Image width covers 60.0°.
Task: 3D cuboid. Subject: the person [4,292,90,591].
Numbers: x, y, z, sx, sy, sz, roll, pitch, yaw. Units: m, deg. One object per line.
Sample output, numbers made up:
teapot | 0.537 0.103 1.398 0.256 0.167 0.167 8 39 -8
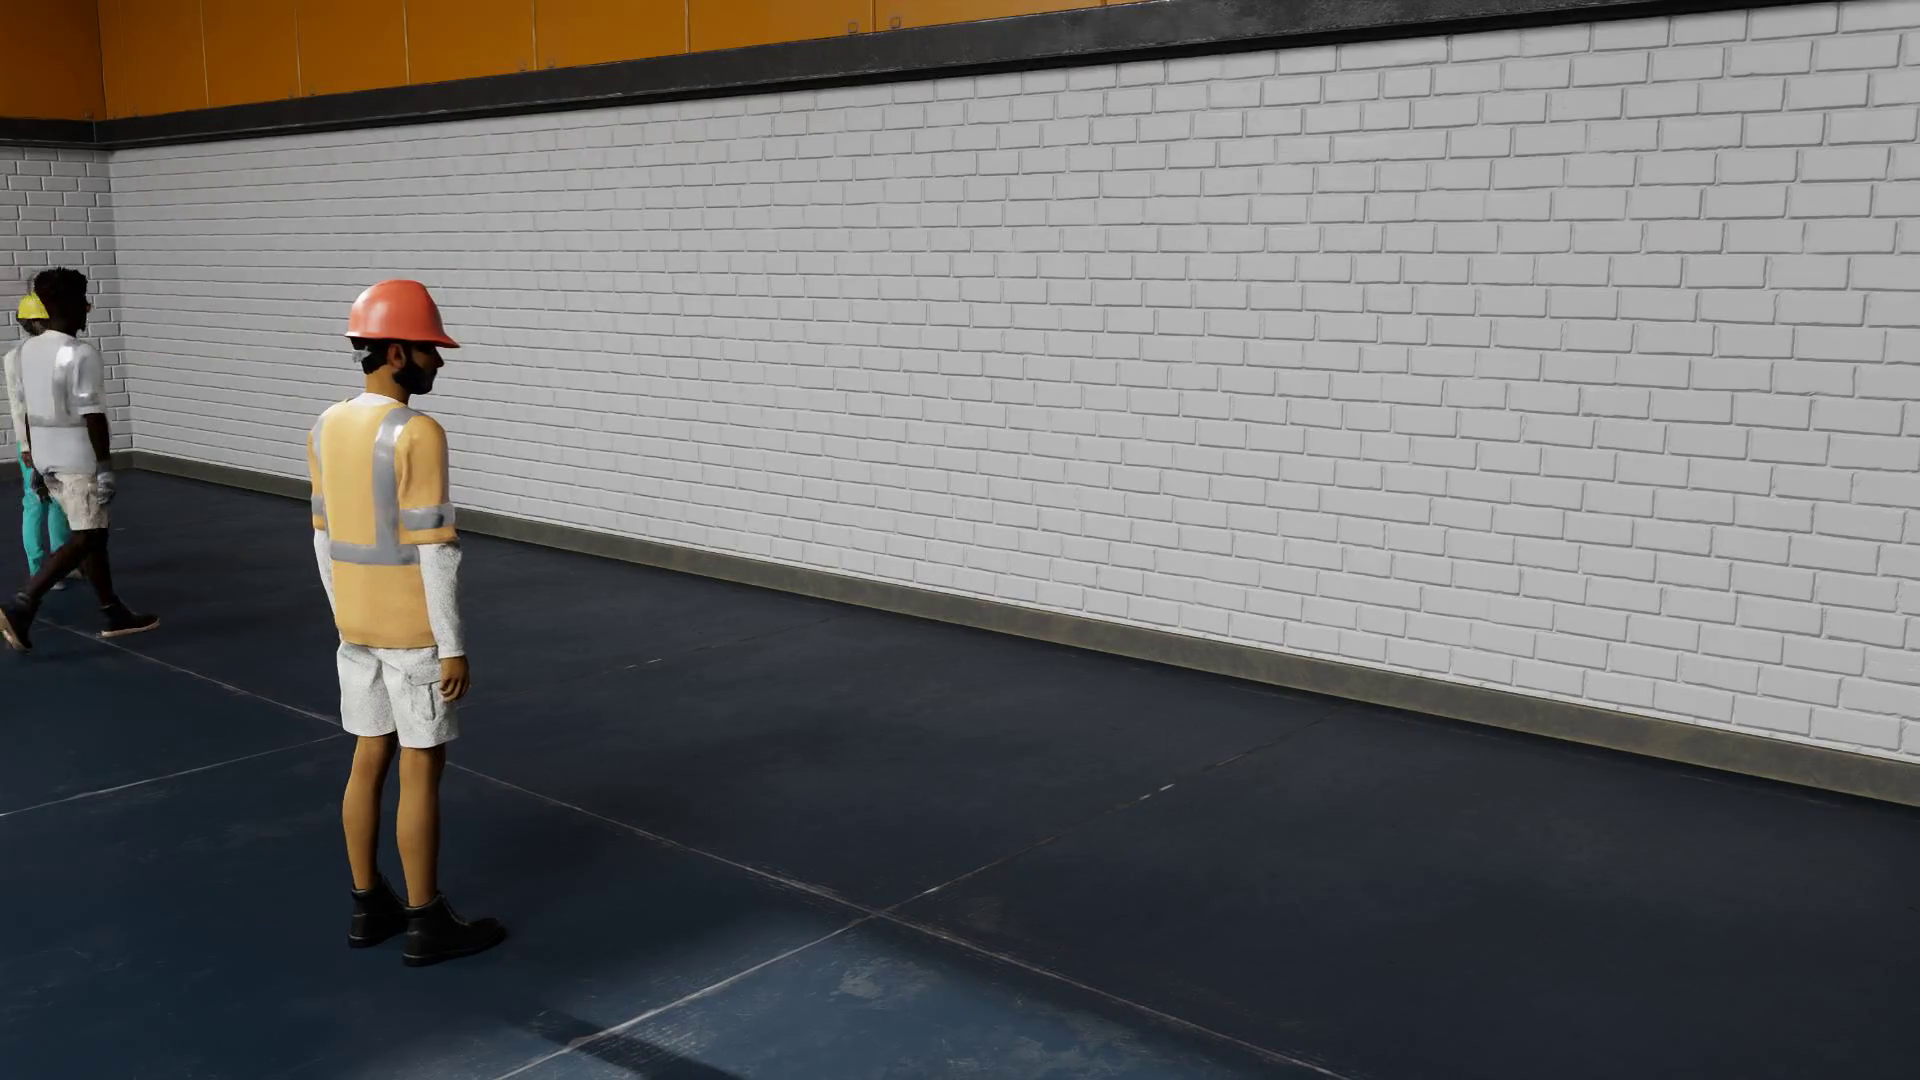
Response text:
person | -5.426 -0.590 9.923 0.309 1.769 0.524 1 10 8

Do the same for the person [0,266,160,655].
person | -4.520 -0.400 8.367 0.603 1.942 0.872 6 12 31

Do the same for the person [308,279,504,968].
person | -1.582 0.235 4.740 0.549 1.933 0.373 7 12 36
